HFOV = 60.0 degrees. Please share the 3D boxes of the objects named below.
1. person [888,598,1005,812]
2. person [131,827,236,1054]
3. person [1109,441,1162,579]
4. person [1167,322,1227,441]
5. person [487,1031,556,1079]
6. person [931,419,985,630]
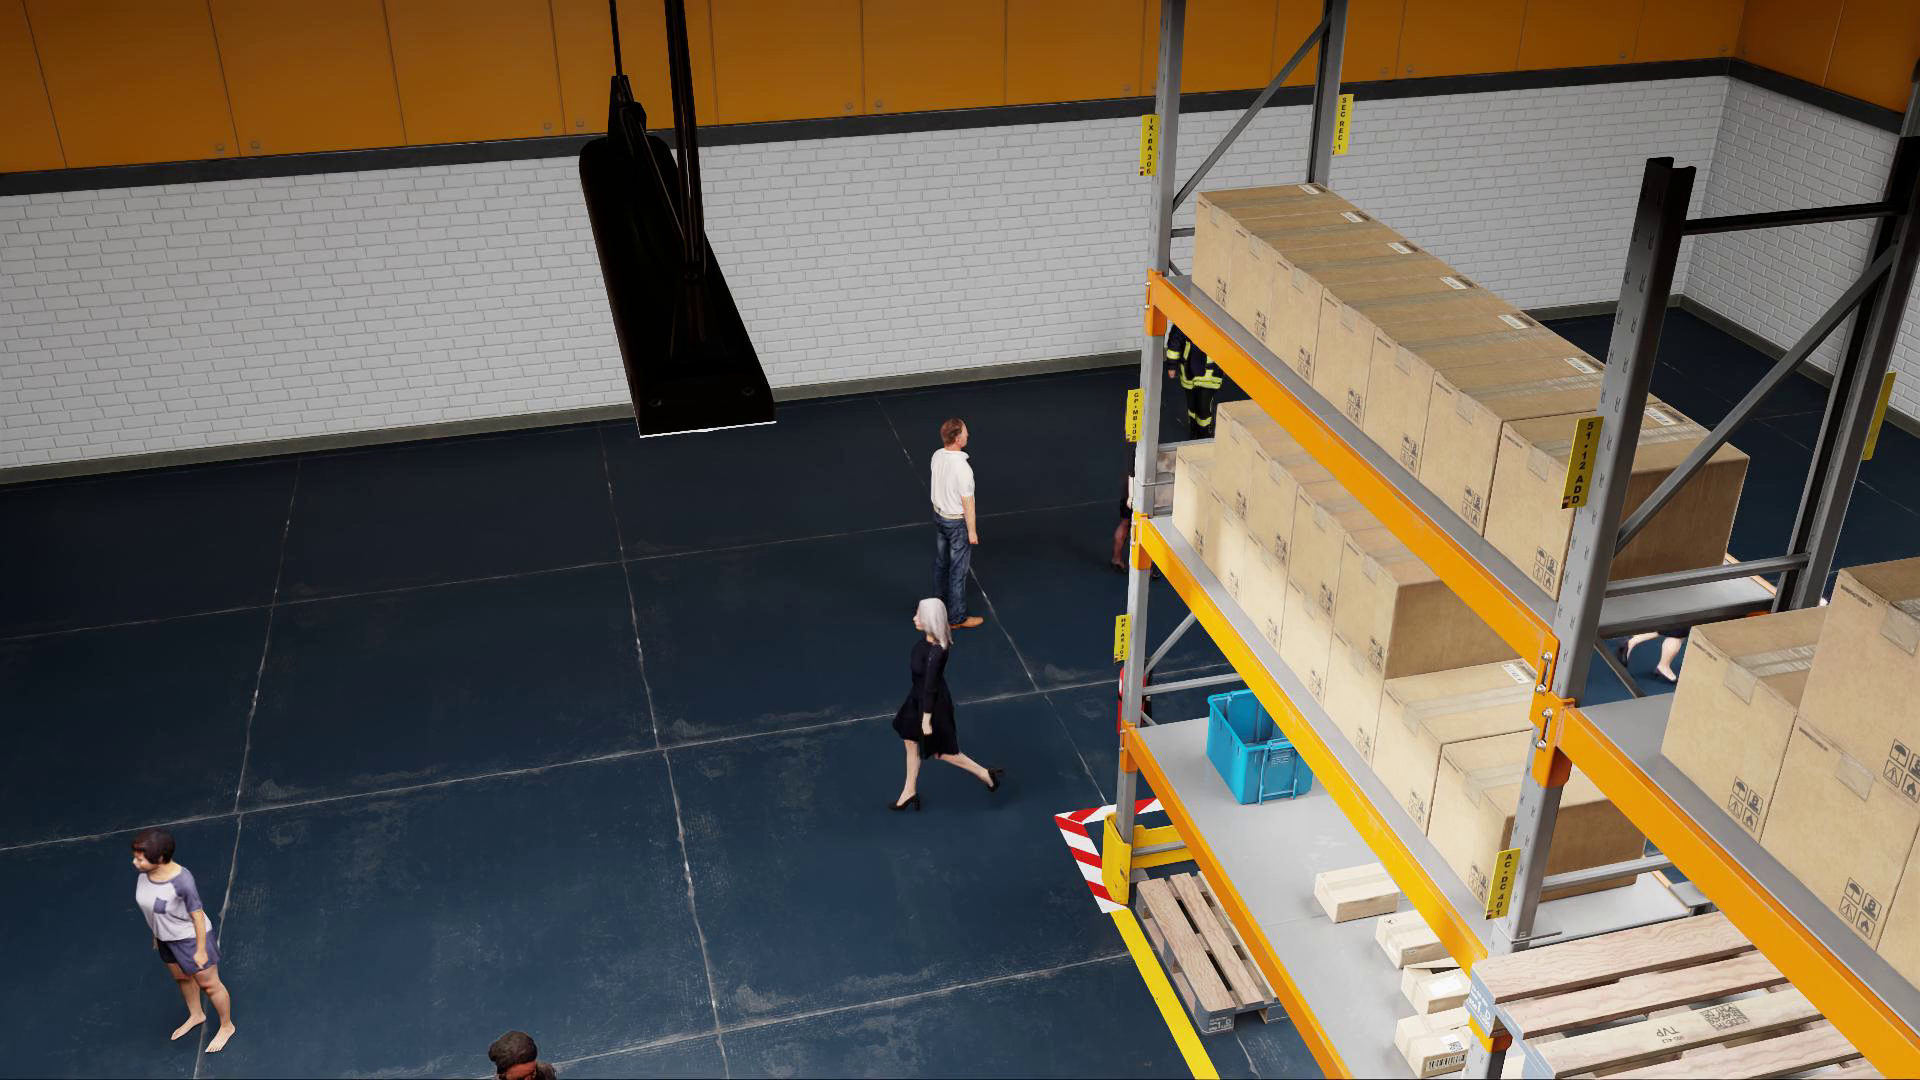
[{"bbox_3d":[-0.115,1.174,11.472,0.777,1.718,1.033,-2,29,-3],"label":"person"},{"bbox_3d":[-4.500,2.273,9.615,0.651,1.566,0.701,14,31,23],"label":"person"},{"bbox_3d":[1.440,-0.431,14.444,0.782,1.688,0.735,4,29,7],"label":"person"},{"bbox_3d":[2.485,-1.838,16.873,0.984,1.834,1.041,9,30,16],"label":"person"},{"bbox_3d":[-2.031,3.093,8.025,0.827,1.648,1.015,-16,32,-27],"label":"person"},{"bbox_3d":[-0.073,-0.146,13.747,0.784,1.856,0.619,-17,33,-28],"label":"person"}]
